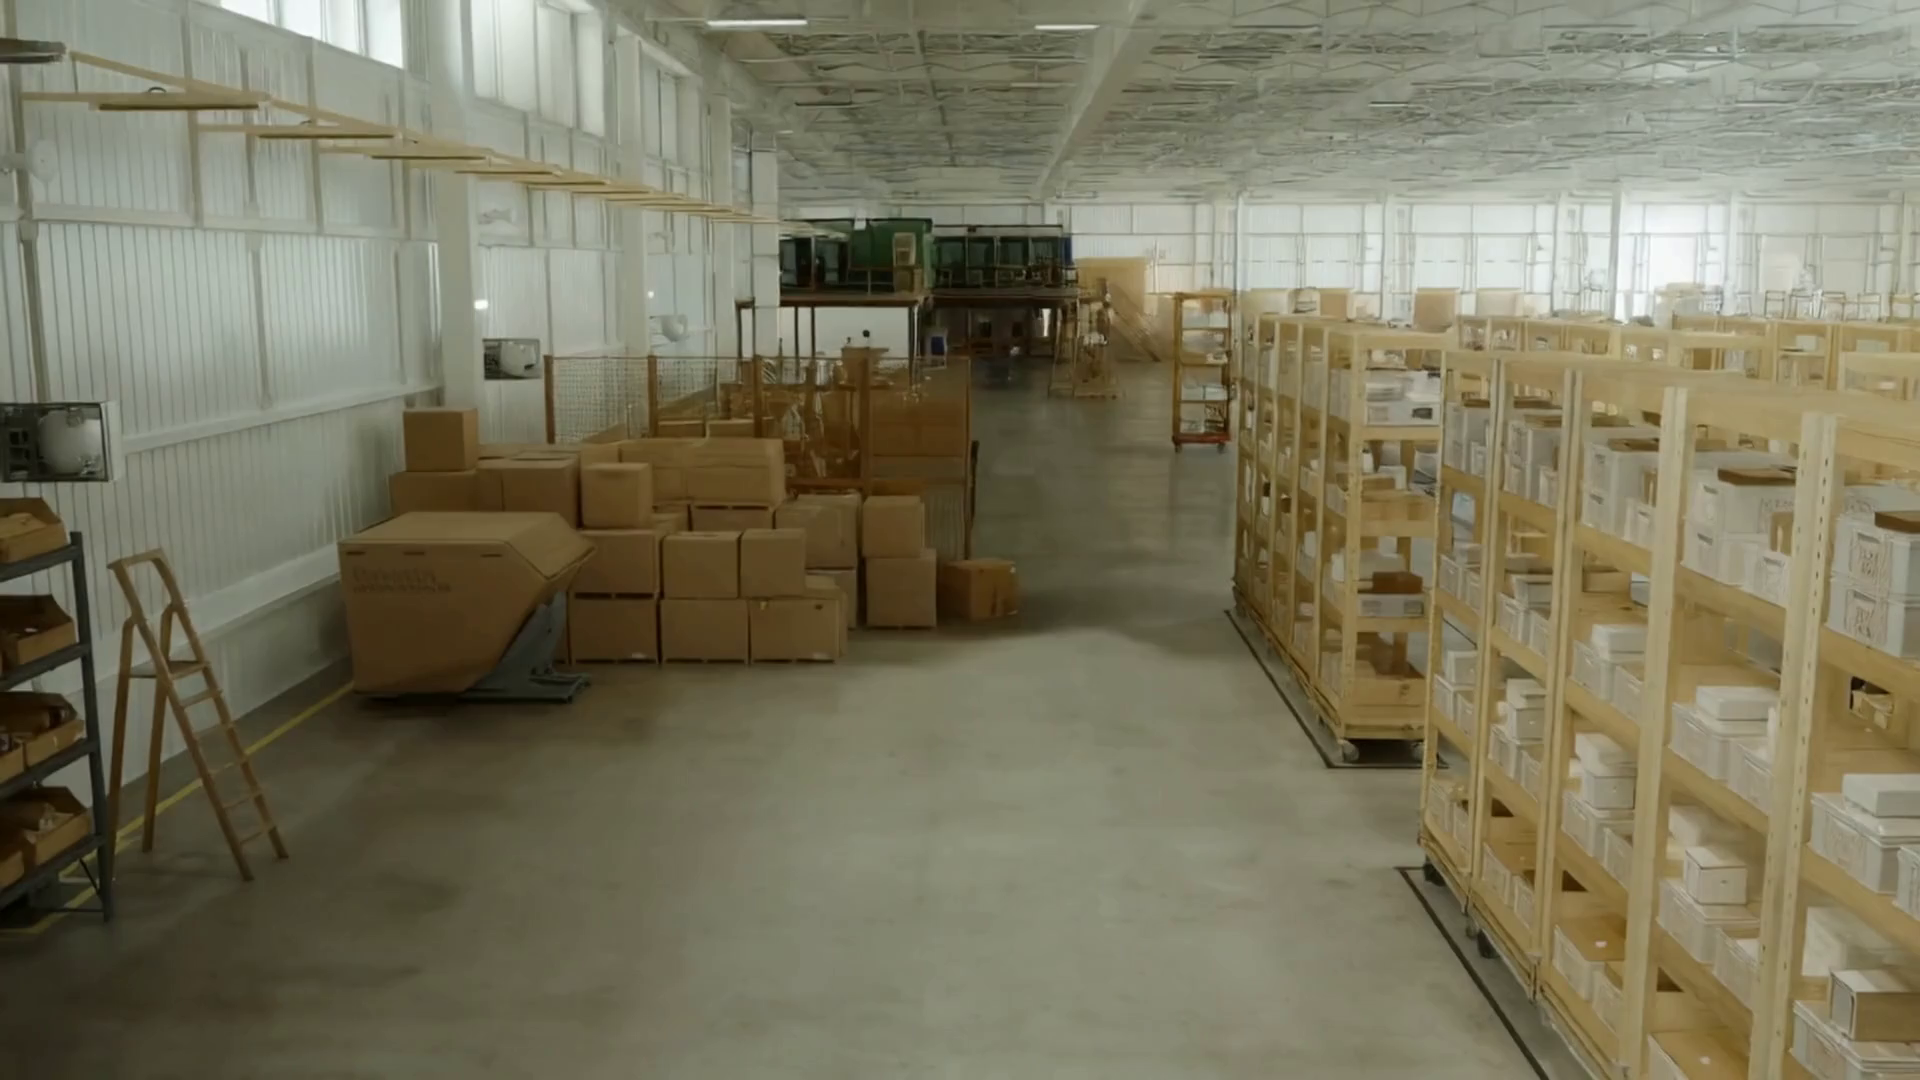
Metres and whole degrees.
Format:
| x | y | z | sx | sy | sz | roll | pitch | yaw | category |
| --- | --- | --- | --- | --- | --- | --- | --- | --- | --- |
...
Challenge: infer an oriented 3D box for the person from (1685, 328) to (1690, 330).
| x | y | z | sx | sy | sz | roll | pitch | yaw | category |
| --- | --- | --- | --- | --- | --- | --- | --- | --- | --- |
| 26.659 | -6.787 | 61.148 | 0.375 | 1.997 | 0.612 | -4 | 10 | -25 | person |

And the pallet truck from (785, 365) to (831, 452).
| x | y | z | sx | sy | sz | roll | pitch | yaw | category |
| --- | --- | --- | --- | --- | --- | --- | --- | --- | --- |
| -3.774 | -2.976 | 37.635 | 1.885 | 1.965 | 0.823 | 1 | 9 | 5 | pallet truck |

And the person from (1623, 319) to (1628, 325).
| x | y | z | sx | sy | sz | roll | pitch | yaw | category |
| --- | --- | --- | --- | --- | --- | --- | --- | --- | --- |
| 33.463 | -10.301 | 83.777 | 0.487 | 1.677 | 0.559 | -9 | 13 | -43 | person |

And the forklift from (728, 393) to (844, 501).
| x | y | z | sx | sy | sz | roll | pitch | yaw | category |
| --- | --- | --- | --- | --- | --- | --- | --- | --- | --- |
| -2.979 | -1.316 | 26.476 | 2.680 | 1.987 | 1.157 | 0 | 9 | 1 | forklift |

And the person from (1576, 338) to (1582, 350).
| x | y | z | sx | sy | sz | roll | pitch | yaw | category |
| --- | --- | --- | --- | --- | --- | --- | --- | --- | --- |
| 24.810 | -7.810 | 67.322 | 0.688 | 2.000 | 0.536 | 2 | 9 | 13 | person |

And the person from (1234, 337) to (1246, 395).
| x | y | z | sx | sy | sz | roll | pitch | yaw | category |
| --- | --- | --- | --- | --- | --- | --- | --- | --- | --- |
| 8.905 | -5.404 | 52.553 | 0.622 | 2.024 | 0.557 | 7 | 12 | 38 | person |

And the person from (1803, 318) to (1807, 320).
| x | y | z | sx | sy | sz | roll | pitch | yaw | category |
| --- | --- | --- | --- | --- | --- | --- | --- | --- | --- |
| 40.444 | -9.767 | 80.100 | 0.605 | 1.809 | 0.531 | -1 | 9 | -3 | person |

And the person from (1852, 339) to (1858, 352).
| x | y | z | sx | sy | sz | roll | pitch | yaw | category |
| --- | --- | --- | --- | --- | --- | --- | --- | --- | --- |
| 31.171 | -6.241 | 58.369 | 0.826 | 1.807 | 0.587 | 5 | 10 | 26 | person |

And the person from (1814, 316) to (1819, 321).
| x | y | z | sx | sy | sz | roll | pitch | yaw | category |
| --- | --- | --- | --- | --- | --- | --- | --- | --- | --- |
| 41.215 | -9.815 | 80.065 | 0.380 | 1.918 | 0.596 | -1 | 9 | -7 | person |

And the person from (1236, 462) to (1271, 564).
| x | y | z | sx | sy | sz | roll | pitch | yaw | category |
| --- | --- | --- | --- | --- | --- | --- | --- | --- | --- |
| 3.917 | -0.369 | 22.064 | 0.600 | 1.831 | 0.404 | 8 | 12 | 40 | person |

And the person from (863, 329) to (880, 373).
| x | y | z | sx | sy | sz | roll | pitch | yaw | category |
| --- | --- | --- | --- | --- | --- | --- | --- | --- | --- |
| -3.504 | -7.203 | 64.149 | 0.787 | 1.858 | 0.576 | 0 | 9 | -1 | person |

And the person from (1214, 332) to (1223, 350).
| x | y | z | sx | sy | sz | roll | pitch | yaw | category |
| --- | --- | --- | --- | --- | --- | --- | --- | --- | --- |
| 11.735 | -9.053 | 75.377 | 0.542 | 1.923 | 0.475 | -6 | 11 | -34 | person |

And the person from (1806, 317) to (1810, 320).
| x | y | z | sx | sy | sz | roll | pitch | yaw | category |
| --- | --- | --- | --- | --- | --- | --- | --- | --- | --- |
| 42.463 | -10.245 | 83.094 | 0.851 | 1.809 | 0.627 | 2 | 9 | 11 | person |

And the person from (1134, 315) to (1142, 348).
| x | y | z | sx | sy | sz | roll | pitch | yaw | category |
| --- | --- | --- | --- | --- | --- | --- | --- | --- | --- |
| 9.451 | -11.094 | 88.191 | 0.429 | 1.846 | 0.627 | -1 | 9 | -9 | person |

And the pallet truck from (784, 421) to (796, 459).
| x | y | z | sx | sy | sz | roll | pitch | yaw | category |
| --- | --- | --- | --- | --- | --- | --- | --- | --- | --- |
| -4.013 | -1.793 | 32.705 | 1.601 | 1.201 | 0.680 | 0 | 9 | 1 | pallet truck |

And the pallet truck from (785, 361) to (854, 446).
| x | y | z | sx | sy | sz | roll | pitch | yaw | category |
| --- | --- | --- | --- | --- | --- | --- | --- | --- | --- |
| -3.410 | -3.193 | 38.978 | 1.885 | 1.965 | 0.823 | 0 | 9 | -1 | pallet truck |

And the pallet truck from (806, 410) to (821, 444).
| x | y | z | sx | sy | sz | roll | pitch | yaw | category |
| --- | --- | --- | --- | --- | --- | --- | --- | --- | --- |
| -3.559 | -2.018 | 33.905 | 1.522 | 1.261 | 0.704 | 0 | 9 | -1 | pallet truck |

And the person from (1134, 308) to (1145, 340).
| x | y | z | sx | sy | sz | roll | pitch | yaw | category |
| --- | --- | --- | --- | --- | --- | --- | --- | --- | --- |
| 10.425 | -12.701 | 97.953 | 1.008 | 1.886 | 0.605 | 1 | 9 | 7 | person |

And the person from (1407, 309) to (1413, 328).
| x | y | z | sx | sy | sz | roll | pitch | yaw | category |
| --- | --- | --- | --- | --- | --- | --- | --- | --- | --- |
| 25.595 | -12.180 | 94.665 | 0.395 | 1.918 | 0.591 | 6 | 11 | 32 | person |

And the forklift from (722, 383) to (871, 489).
| x | y | z | sx | sy | sz | roll | pitch | yaw | category |
| --- | --- | --- | --- | --- | --- | --- | --- | --- | --- |
| -2.893 | -1.687 | 28.729 | 2.680 | 1.987 | 1.157 | 0 | 9 | -1 | forklift |

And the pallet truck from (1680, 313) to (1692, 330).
| x | y | z | sx | sy | sz | roll | pitch | yaw | category |
| --- | --- | --- | --- | --- | --- | --- | --- | --- | --- |
| 36.315 | -10.531 | 84.244 | 0.823 | 1.965 | 1.885 | -6 | 11 | -33 | pallet truck |

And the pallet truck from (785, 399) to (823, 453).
| x | y | z | sx | sy | sz | roll | pitch | yaw | category |
| --- | --- | --- | --- | --- | --- | --- | --- | --- | --- |
| -3.814 | -2.432 | 36.419 | 1.630 | 1.274 | 0.653 | 0 | 9 | 1 | pallet truck |

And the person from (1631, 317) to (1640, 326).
| x | y | z | sx | sy | sz | roll | pitch | yaw | category |
| --- | --- | --- | --- | --- | --- | --- | --- | --- | --- |
| 31.737 | -9.528 | 78.290 | 0.594 | 1.919 | 0.406 | -1 | 9 | -6 | person |
